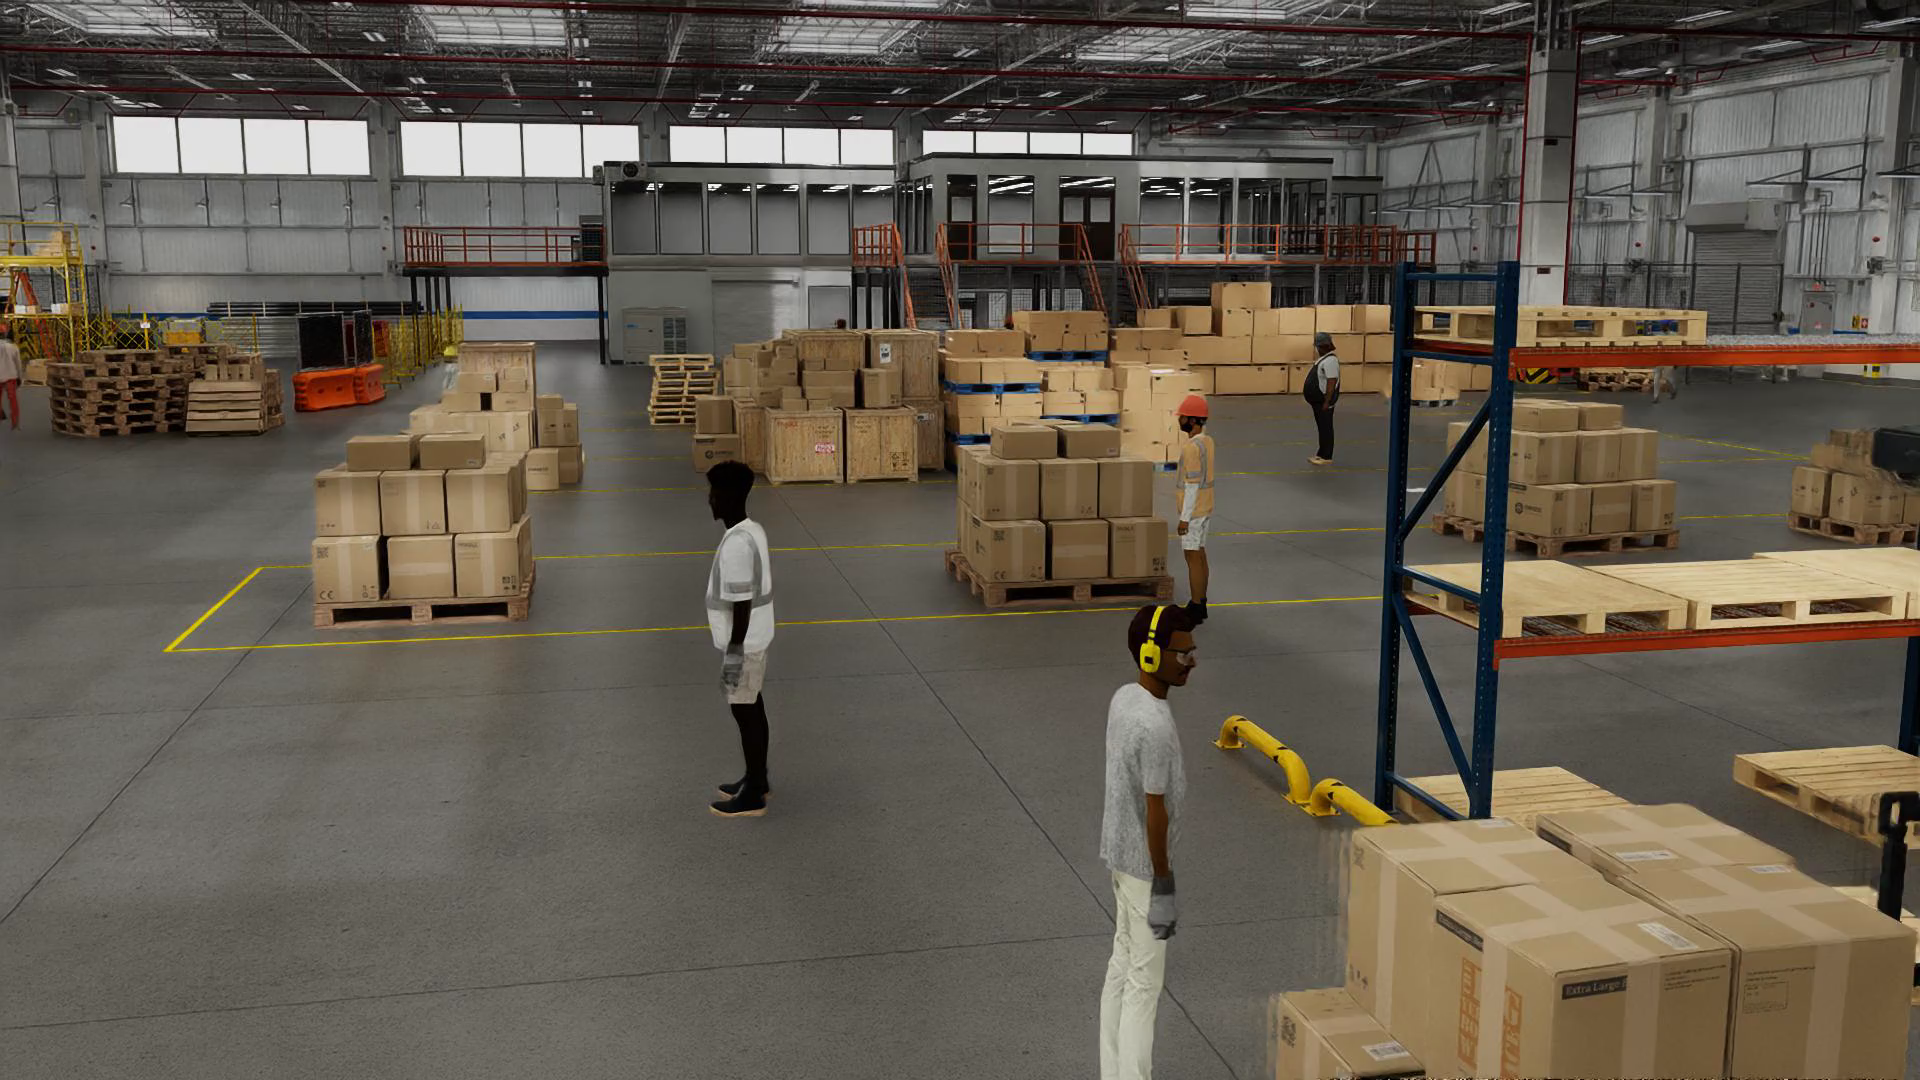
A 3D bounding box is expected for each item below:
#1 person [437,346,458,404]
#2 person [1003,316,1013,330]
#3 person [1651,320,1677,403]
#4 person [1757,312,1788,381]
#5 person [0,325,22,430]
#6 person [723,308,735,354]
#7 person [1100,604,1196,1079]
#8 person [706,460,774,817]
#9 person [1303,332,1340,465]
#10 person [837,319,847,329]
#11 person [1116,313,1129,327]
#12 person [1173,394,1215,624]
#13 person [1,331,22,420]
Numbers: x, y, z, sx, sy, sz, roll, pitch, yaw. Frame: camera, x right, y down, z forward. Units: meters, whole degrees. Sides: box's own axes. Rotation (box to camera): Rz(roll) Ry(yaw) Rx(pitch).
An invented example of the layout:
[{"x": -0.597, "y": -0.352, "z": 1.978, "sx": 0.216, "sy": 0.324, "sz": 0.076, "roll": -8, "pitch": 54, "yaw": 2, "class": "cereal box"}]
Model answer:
[{"x": -8.411, "y": -2.368, "z": 27.648, "sx": 0.899, "sy": 1.700, "sz": 0.488, "roll": 1, "pitch": 9, "yaw": 7, "class": "person"}, {"x": 1.149, "y": -4.014, "z": 36.988, "sx": 0.451, "sy": 1.922, "sz": 0.583, "roll": 2, "pitch": 9, "yaw": 10, "class": "person"}, {"x": 15.676, "y": -4.006, "z": 36.944, "sx": 0.722, "sy": 1.928, "sz": 0.613, "roll": -8, "pitch": 12, "yaw": -40, "class": "person"}, {"x": 21.633, "y": -5.127, "z": 44.075, "sx": 0.565, "sy": 1.815, "sz": 0.933, "roll": -5, "pitch": 10, "yaw": -26, "class": "person"}, {"x": -17.725, "y": -3.009, "z": 30.812, "sx": 1.036, "sy": 1.935, "sz": 0.656, "roll": 9, "pitch": 13, "yaw": 42, "class": "person"}, {"x": -7.567, "y": -6.877, "z": 54.518, "sx": 0.793, "sy": 1.883, "sz": 0.650, "roll": -6, "pitch": 11, "yaw": -33, "class": "person"}, {"x": 0.656, "y": 1.139, "z": 5.773, "sx": 0.334, "sy": 1.865, "sz": 0.517, "roll": -1, "pitch": 9, "yaw": -8, "class": "person"}, {"x": -1.208, "y": 0.536, "z": 9.142, "sx": 0.362, "sy": 1.960, "sz": 0.612, "roll": 0, "pitch": 9, "yaw": 0, "class": "person"}, {"x": 5.493, "y": -2.156, "z": 25.320, "sx": 0.536, "sy": 2.000, "sz": 0.688, "roll": 1, "pitch": 9, "yaw": 4, "class": "person"}, {"x": -2.721, "y": -4.018, "z": 37.206, "sx": 0.764, "sy": 1.866, "sz": 0.576, "roll": 4, "pitch": 10, "yaw": 21, "class": "person"}, {"x": 4.196, "y": -4.899, "z": 42.633, "sx": 0.345, "sy": 1.846, "sz": 0.508, "roll": -9, "pitch": 13, "yaw": -44, "class": "person"}, {"x": 1.958, "y": -0.258, "z": 14.052, "sx": 0.354, "sy": 1.942, "sz": 0.545, "roll": 4, "pitch": 10, "yaw": 21, "class": "person"}, {"x": -18.847, "y": -3.266, "z": 32.802, "sx": 0.599, "sy": 1.810, "sz": 0.779, "roll": -4, "pitch": 10, "yaw": -22, "class": "person"}]
